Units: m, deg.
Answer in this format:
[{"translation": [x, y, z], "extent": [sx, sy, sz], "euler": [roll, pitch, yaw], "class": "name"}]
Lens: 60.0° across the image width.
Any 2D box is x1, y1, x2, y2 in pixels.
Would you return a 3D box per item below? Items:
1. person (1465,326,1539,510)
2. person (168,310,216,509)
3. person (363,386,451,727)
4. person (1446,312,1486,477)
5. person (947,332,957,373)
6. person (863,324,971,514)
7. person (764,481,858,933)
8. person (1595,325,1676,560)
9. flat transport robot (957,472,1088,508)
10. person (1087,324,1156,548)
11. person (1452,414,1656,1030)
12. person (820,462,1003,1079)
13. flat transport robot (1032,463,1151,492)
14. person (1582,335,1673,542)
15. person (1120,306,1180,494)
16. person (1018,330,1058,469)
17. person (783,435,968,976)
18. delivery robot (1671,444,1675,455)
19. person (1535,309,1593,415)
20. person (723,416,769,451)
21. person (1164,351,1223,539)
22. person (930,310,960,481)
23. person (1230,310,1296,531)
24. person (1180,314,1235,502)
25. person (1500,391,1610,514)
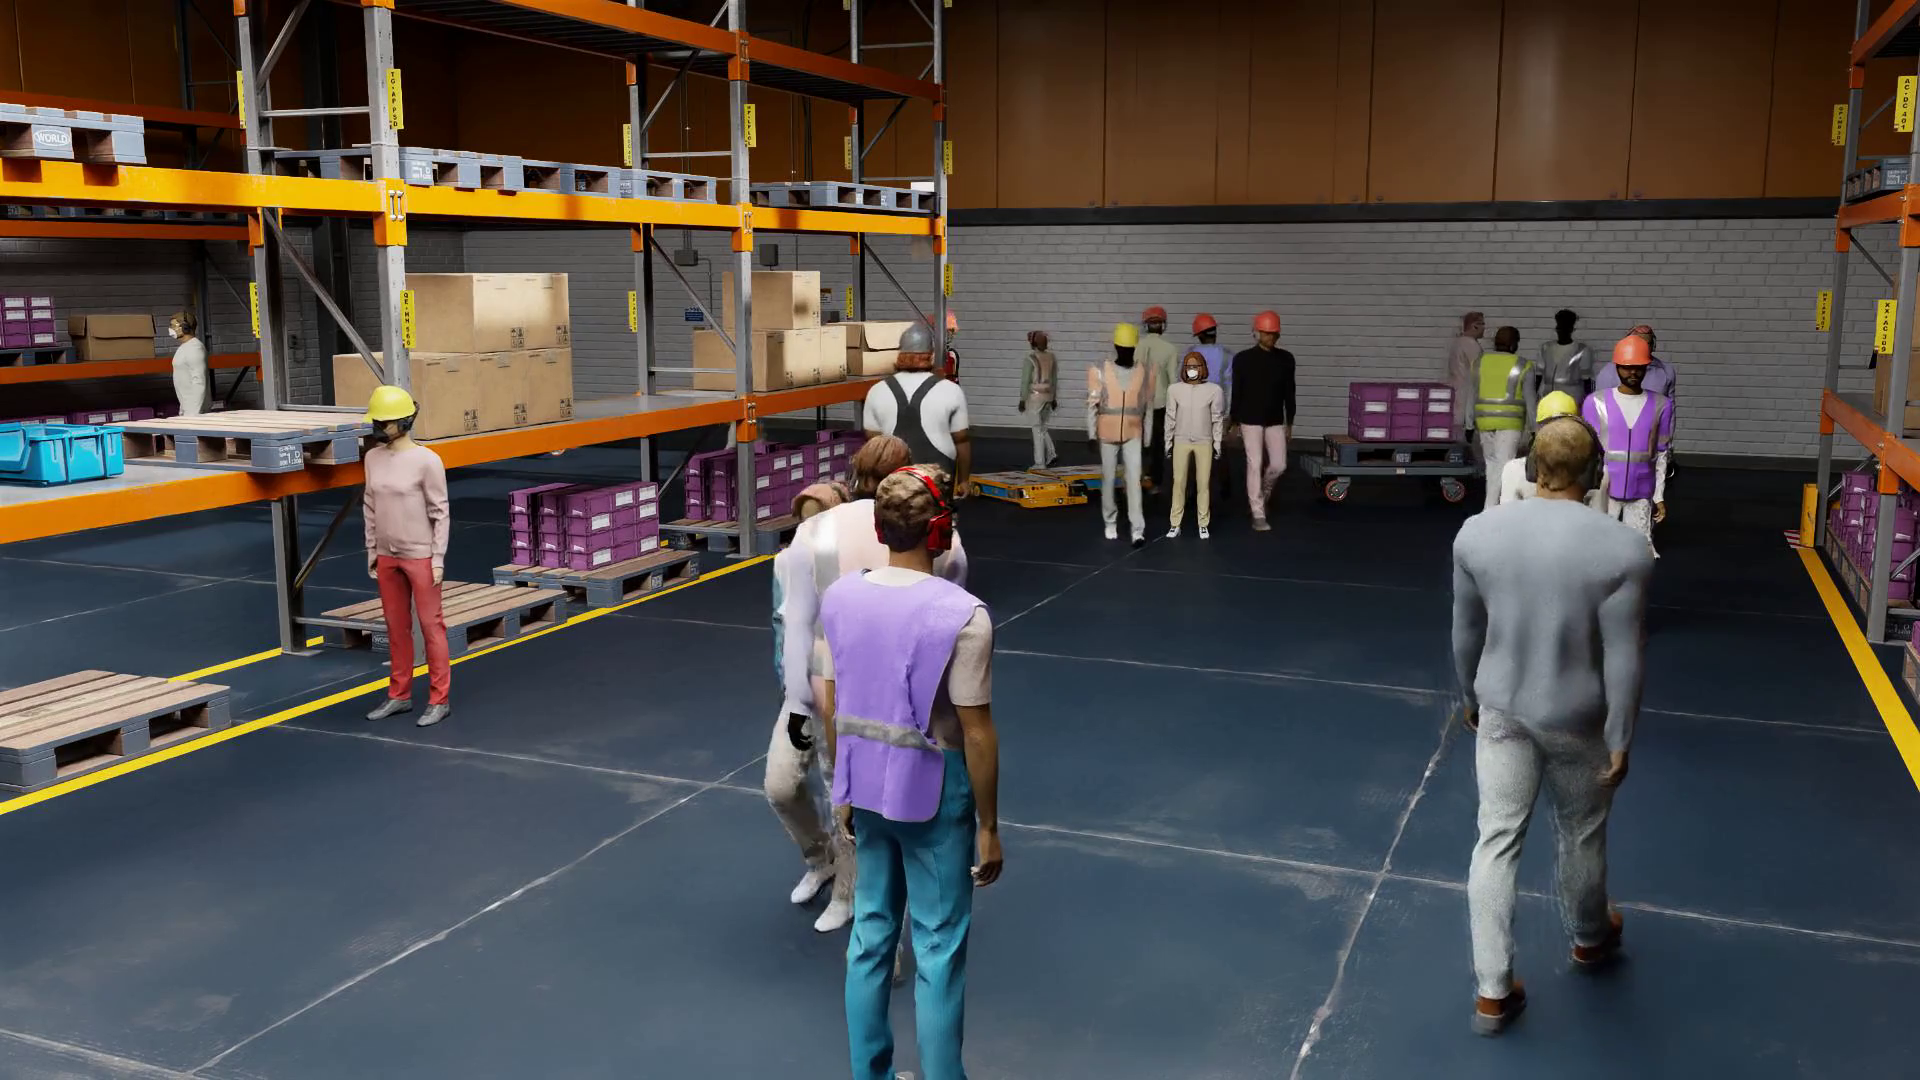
[{"translation": [5.016, -1.044, 15.244], "extent": [0.646, 1.812, 0.771], "euler": [9, 13, 43], "class": "person"}, {"translation": [-7.464, -1.257, 16.167], "extent": [0.365, 1.939, 0.636], "euler": [-6, 11, -32], "class": "person"}, {"translation": [-2.860, 0.087, 8.564], "extent": [0.526, 1.761, 0.337], "euler": [4, 10, 25], "class": "person"}, {"translation": [5.617, -1.600, 18.510], "extent": [0.976, 1.870, 0.644], "euler": [1, 9, 4], "class": "person"}, {"translation": [-0.188, -1.649, 19.073], "extent": [0.330, 1.765, 0.533], "euler": [-7, 12, -37], "class": "person"}, {"translation": [-0.284, -0.464, 11.052], "extent": [0.688, 2.000, 1.029], "euler": [2, 10, 13], "class": "person"}, {"translation": [-0.459, 0.594, 5.889], "extent": [0.538, 1.620, 0.366], "euler": [6, 11, 32], "class": "person"}, {"translation": [5.443, -0.779, 13.408], "extent": [0.636, 1.900, 0.404], "euler": [0, 9, 0], "class": "person"}, {"translation": [0.609, -0.522, 16.755], "extent": [0.652, 0.197, 1.431], "euler": [-6, 11, -31], "class": "flat transport robot"}, {"translation": [1.372, -0.888, 14.122], "extent": [0.600, 1.873, 0.961], "euler": [0, 9, -1], "class": "person"}, {"translation": [1.907, 0.545, 5.349], "extent": [0.649, 1.894, 0.973], "euler": [7, 12, 37], "class": "person"}, {"translation": [-0.134, 0.718, 4.465], "extent": [0.565, 1.849, 0.389], "euler": [7, 12, 37], "class": "person"}, {"translation": [1.350, -0.648, 17.518], "extent": [1.431, 0.197, 0.652], "euler": [-6, 11, -31], "class": "flat transport robot"}, {"translation": [4.157, -0.311, 10.430], "extent": [0.543, 1.939, 0.362], "euler": [2, 10, 11], "class": "person"}, {"translation": [1.911, -1.407, 17.038], "extent": [0.658, 1.957, 0.814], "euler": [5, 10, 27], "class": "person"}, {"translation": [0.897, -1.601, 19.191], "extent": [0.364, 1.627, 0.514], "euler": [8, 12, 40], "class": "person"}, {"translation": [-0.290, 0.537, 5.774], "extent": [0.642, 1.782, 0.941], "euler": [-1, 9, -7], "class": "person"}, {"translation": [7.450, -0.962, 18.279], "extent": [0.707, 0.478, 0.477], "euler": [0, 9, 0], "class": "delivery robot"}, {"translation": [6.466, -1.517, 17.833], "extent": [1.022, 1.914, 0.610], "euler": [-7, 12, -37], "class": "person"}, {"translation": [-2.221, -1.282, 17.392], "extent": [0.888, 1.587, 0.509], "euler": [-6, 11, -34], "class": "person"}, {"translation": [2.023, -0.820, 14.439], "extent": [0.507, 1.631, 0.266], "euler": [2, 10, 12], "class": "person"}, {"translation": [-0.321, -1.567, 18.177], "extent": [0.865, 1.906, 0.557], "euler": [-1, 9, -6], "class": "person"}, {"translation": [2.714, -1.084, 14.996], "extent": [0.624, 1.975, 0.581], "euler": [-2, 9, -9], "class": "person"}, {"translation": [2.481, -1.318, 16.719], "extent": [0.566, 1.892, 0.758], "euler": [2, 10, 12], "class": "person"}, {"translation": [2.955, 0.134, 8.324], "extent": [0.526, 1.755, 0.365], "euler": [3, 10, 19], "class": "person"}]
